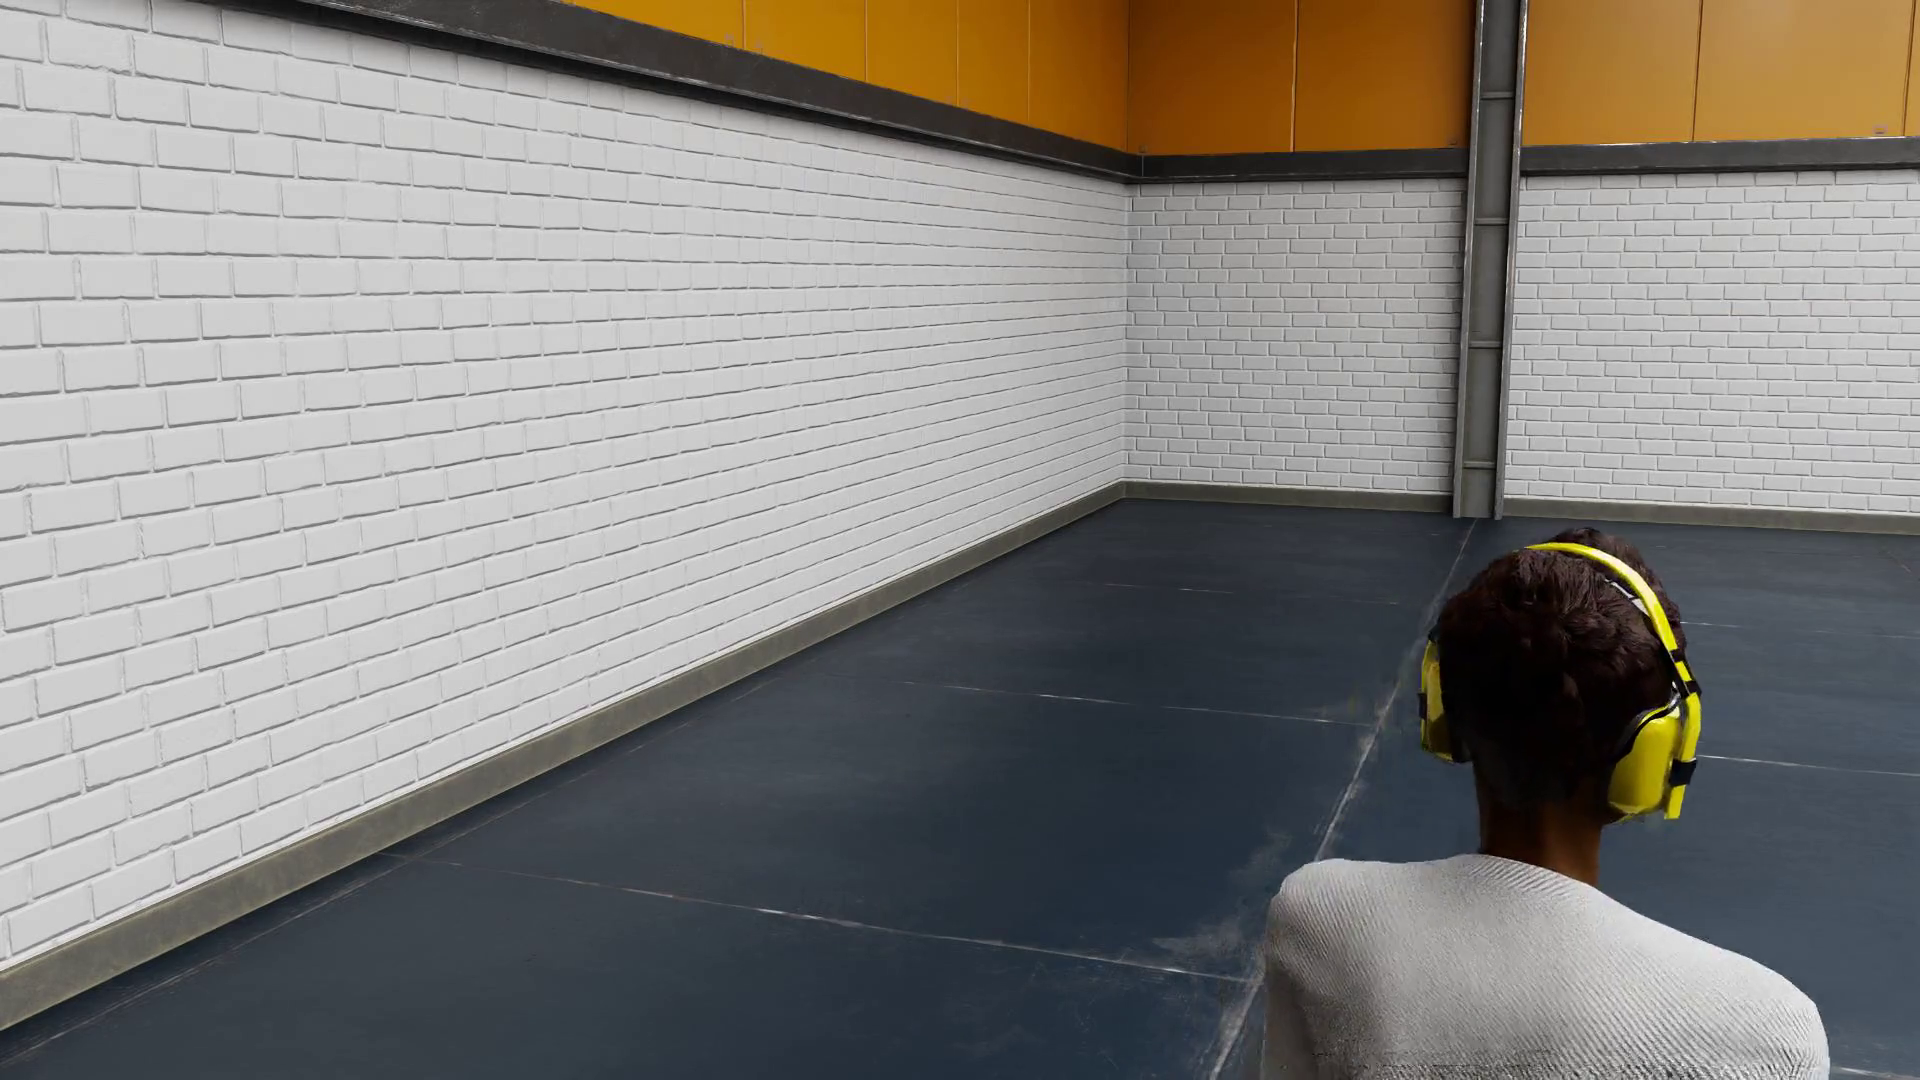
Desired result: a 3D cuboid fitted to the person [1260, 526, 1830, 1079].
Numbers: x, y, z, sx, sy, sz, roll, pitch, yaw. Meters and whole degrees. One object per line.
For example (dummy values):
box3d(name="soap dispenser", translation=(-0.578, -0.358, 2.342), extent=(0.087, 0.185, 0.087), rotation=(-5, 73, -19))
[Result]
box3d(name="person", translation=(0.479, 0.915, 1.509), extent=(0.516, 1.855, 0.602), rotation=(8, 12, 41))
